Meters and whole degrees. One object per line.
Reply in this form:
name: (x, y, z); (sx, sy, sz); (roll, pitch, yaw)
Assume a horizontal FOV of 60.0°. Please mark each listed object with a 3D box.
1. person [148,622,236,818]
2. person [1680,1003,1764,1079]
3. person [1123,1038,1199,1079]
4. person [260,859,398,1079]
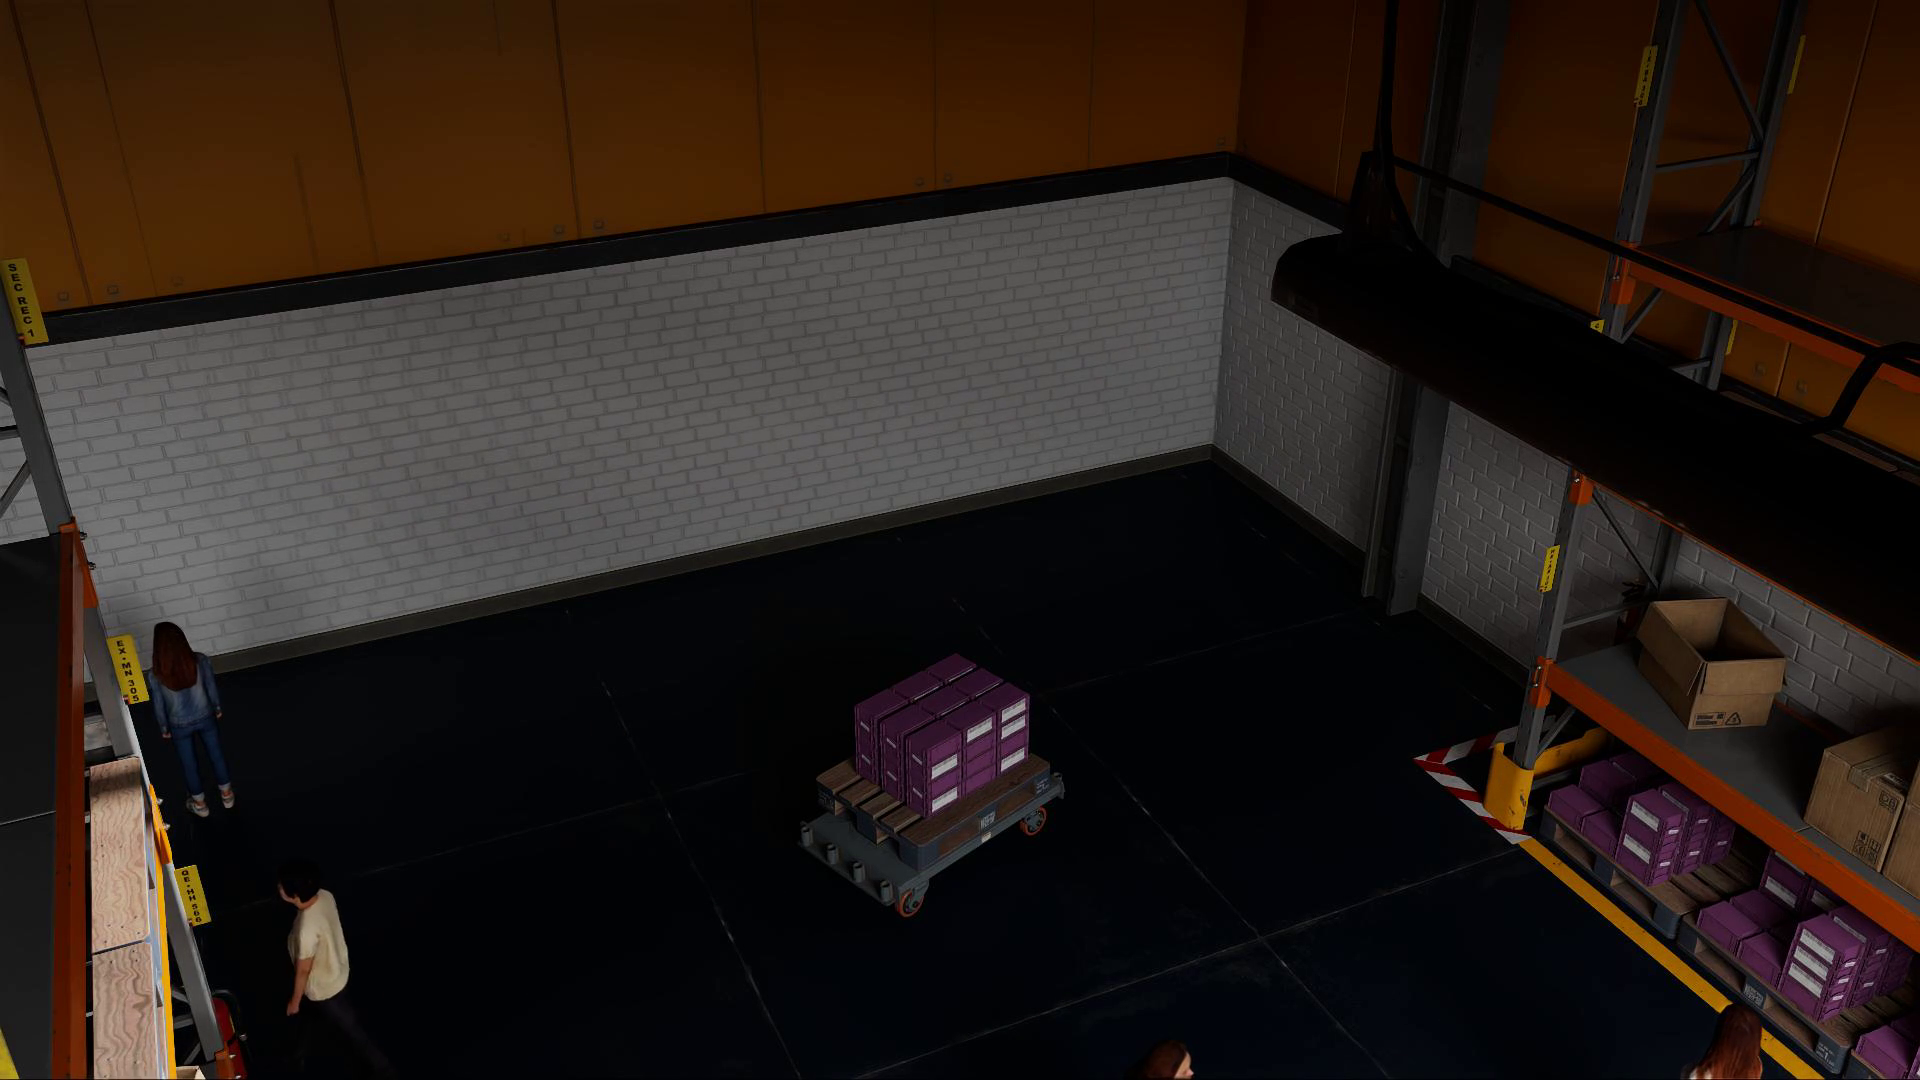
person: (-5.170, 1.199, 11.193); (0.590, 1.477, 0.535); (-18, 33, -30)
person: (3.522, 2.860, 7.885); (0.593, 1.728, 0.539); (-9, 30, -16)
person: (0.946, 2.952, 7.955); (0.743, 1.500, 0.676); (7, 29, 13)
person: (-3.335, 2.376, 8.949); (0.803, 1.560, 0.956); (-6, 29, -10)
